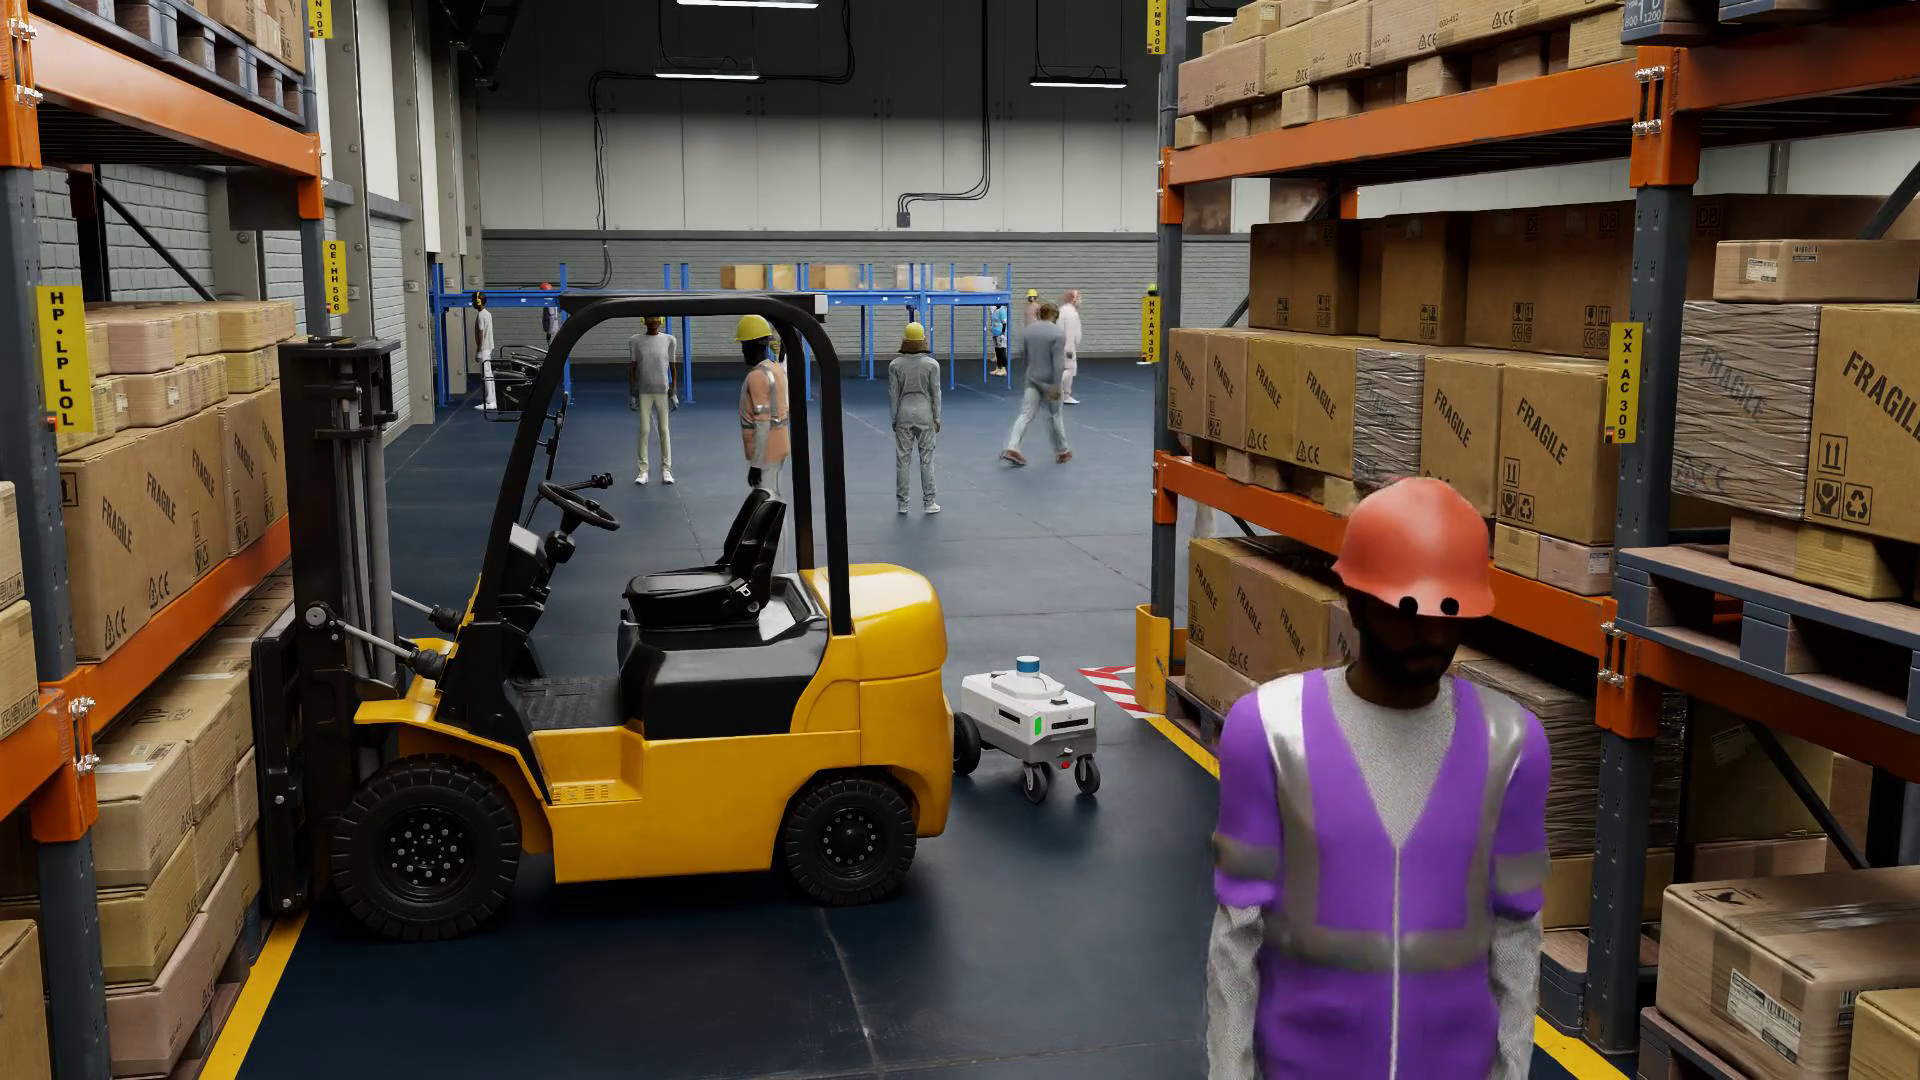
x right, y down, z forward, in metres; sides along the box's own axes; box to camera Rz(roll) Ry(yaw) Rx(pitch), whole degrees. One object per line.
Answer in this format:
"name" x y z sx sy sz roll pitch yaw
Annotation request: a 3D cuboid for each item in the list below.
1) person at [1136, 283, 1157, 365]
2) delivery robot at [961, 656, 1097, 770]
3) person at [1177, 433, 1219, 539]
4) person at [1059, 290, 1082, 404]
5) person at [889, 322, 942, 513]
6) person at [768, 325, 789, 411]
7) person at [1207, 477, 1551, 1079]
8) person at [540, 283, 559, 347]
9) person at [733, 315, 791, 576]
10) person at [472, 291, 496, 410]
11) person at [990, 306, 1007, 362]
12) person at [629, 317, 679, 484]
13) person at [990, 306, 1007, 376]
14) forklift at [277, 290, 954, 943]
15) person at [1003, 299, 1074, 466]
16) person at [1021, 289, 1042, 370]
"person" 4.588 -5.019 38.596 0.890 1.898 0.574 0 9 2
"delivery robot" 0.299 0.754 7.311 0.477 0.478 0.707 -5 11 -28
"person" 1.996 -0.662 12.869 0.545 1.602 0.782 -4 10 -24
"person" 1.720 -3.156 27.278 0.557 1.879 0.681 0 9 -1
"person" -0.406 -1.120 15.272 0.488 1.746 0.292 1 9 9
"person" -2.803 -2.965 26.226 0.429 1.841 0.633 0 9 -2
"person" 0.685 0.835 2.810 0.567 1.923 0.644 0 9 1
"person" -8.428 -4.302 34.113 0.373 1.928 0.543 -2 10 -11
"person" -1.379 -0.600 11.563 0.383 1.923 0.588 1 9 5
"person" -7.590 -3.016 26.479 0.318 1.865 0.509 -1 9 -3
"person" 0.908 -5.093 39.647 0.322 1.693 0.535 8 12 41
"person" -3.199 -1.527 17.359 0.521 1.877 0.325 -2 9 -9
"person" 0.809 -4.272 34.630 0.317 1.695 0.540 -3 10 -20
"forklift" -1.179 0.175 6.143 2.313 2.155 1.214 -2 10 -12
"person" 0.918 -1.795 19.009 0.673 1.887 1.034 9 13 42
"person" 1.588 -4.607 36.463 0.313 1.769 0.523 -8 12 -41
